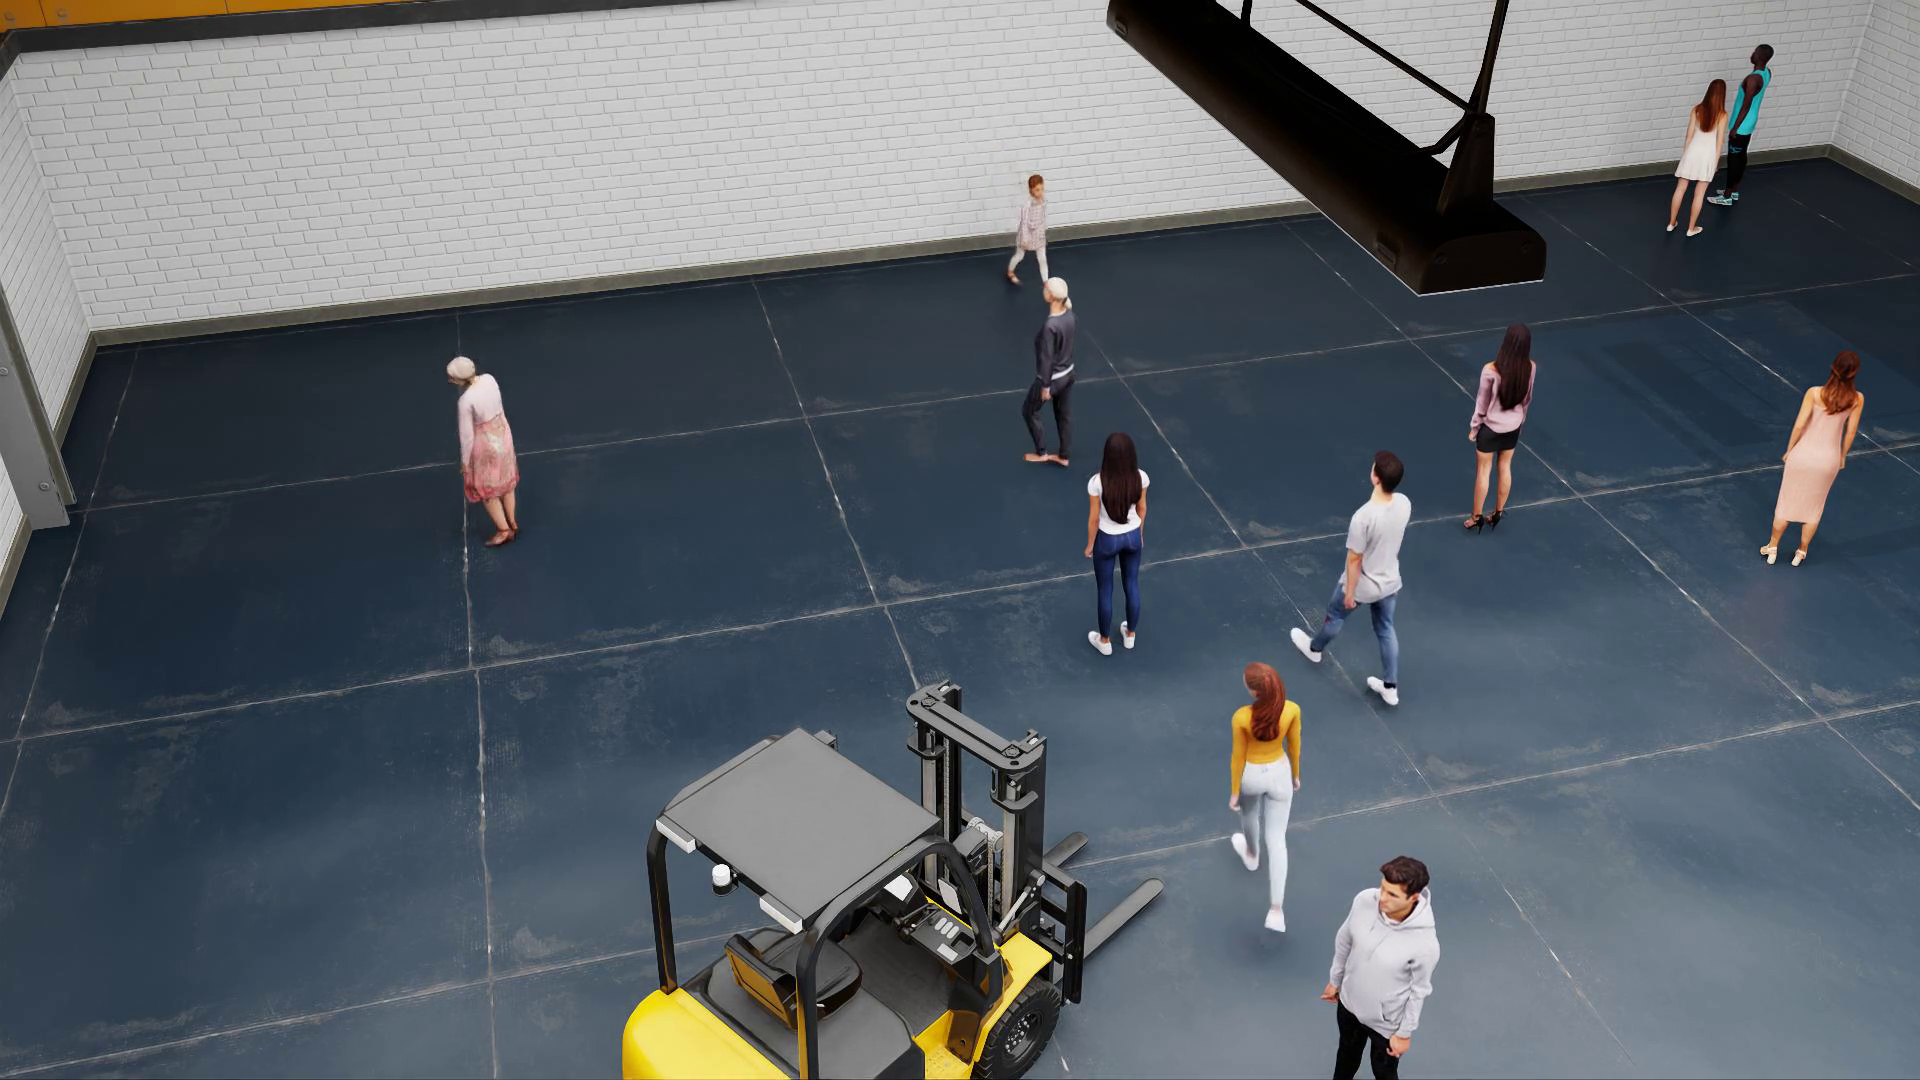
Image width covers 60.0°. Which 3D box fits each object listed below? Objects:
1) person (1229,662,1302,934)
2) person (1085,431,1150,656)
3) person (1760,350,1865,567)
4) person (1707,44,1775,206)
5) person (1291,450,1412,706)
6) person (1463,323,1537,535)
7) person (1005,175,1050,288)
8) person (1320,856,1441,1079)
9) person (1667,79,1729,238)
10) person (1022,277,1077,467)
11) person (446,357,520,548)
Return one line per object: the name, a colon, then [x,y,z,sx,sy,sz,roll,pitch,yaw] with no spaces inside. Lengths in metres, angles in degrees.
person: [1.757,1.467,9.575,0.761,1.713,1.212,-1,34,-1]
person: [1.111,0.025,11.688,0.578,1.775,0.506,-8,34,-12]
person: [6.473,-0.612,12.595,0.655,1.832,0.671,10,35,14]
person: [8.834,-4.679,18.733,0.702,1.810,0.698,27,42,35]
person: [2.835,0.299,11.217,0.860,1.840,1.218,-17,37,-24]
person: [4.213,-0.857,12.982,0.632,1.811,0.550,-5,34,-8]
person: [0.676,-3.114,16.870,0.774,1.267,1.033,-27,42,-34]
person: [2.058,2.264,8.180,0.831,1.931,0.704,-25,41,-33]
person: [8.020,-4.152,18.029,0.624,1.712,0.708,25,41,33]
person: [0.853,-1.356,13.821,0.815,1.715,0.769,22,39,29]
person: [-3.643,-0.746,12.946,0.790,1.668,0.723,27,42,34]
